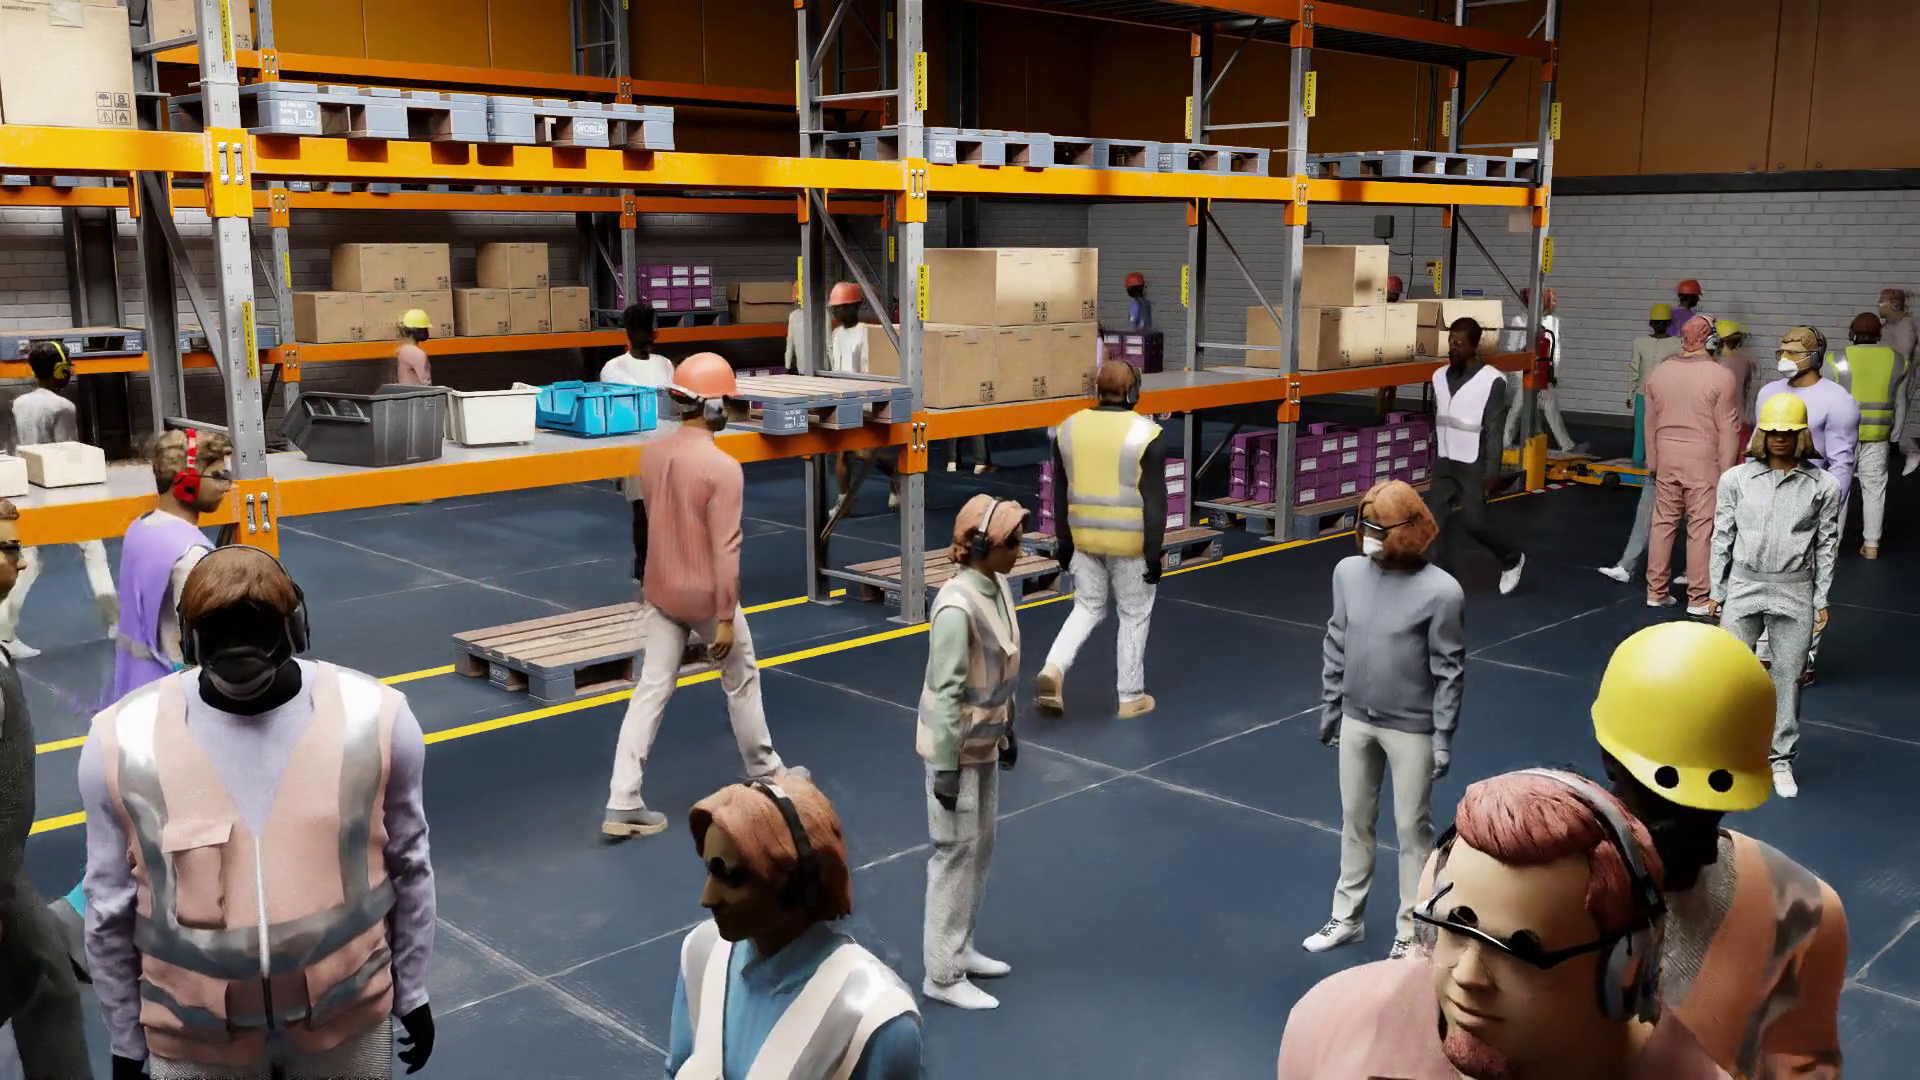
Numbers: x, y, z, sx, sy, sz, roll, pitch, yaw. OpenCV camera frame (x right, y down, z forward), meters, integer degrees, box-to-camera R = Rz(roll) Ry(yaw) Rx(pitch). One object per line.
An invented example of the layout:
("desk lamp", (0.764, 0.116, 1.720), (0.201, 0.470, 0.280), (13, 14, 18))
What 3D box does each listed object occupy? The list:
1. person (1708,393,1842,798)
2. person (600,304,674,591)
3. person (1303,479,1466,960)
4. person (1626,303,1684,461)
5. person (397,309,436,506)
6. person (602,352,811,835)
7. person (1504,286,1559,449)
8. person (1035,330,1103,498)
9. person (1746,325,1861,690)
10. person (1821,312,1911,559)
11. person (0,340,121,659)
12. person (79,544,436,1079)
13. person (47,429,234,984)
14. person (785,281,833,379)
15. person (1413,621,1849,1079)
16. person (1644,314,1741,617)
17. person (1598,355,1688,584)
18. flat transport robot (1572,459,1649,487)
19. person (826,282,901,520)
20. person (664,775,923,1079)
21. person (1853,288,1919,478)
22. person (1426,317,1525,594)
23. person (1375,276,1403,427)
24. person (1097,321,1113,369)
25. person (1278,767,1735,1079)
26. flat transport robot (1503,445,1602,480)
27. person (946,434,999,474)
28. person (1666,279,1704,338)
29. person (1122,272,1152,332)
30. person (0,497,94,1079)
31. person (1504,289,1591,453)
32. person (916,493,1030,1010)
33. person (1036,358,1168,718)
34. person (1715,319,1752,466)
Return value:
("person", (3.477, 0.240, 7.147), (0.493, 1.743, 0.297), (5, 11, 23))
("person", (-2.084, -0.611, 11.280), (0.499, 1.950, 0.704), (6, 12, 29))
("person", (1.391, 0.609, 5.431), (0.289, 1.633, 0.500), (-9, 14, -40))
("person", (6.665, -1.384, 15.946), (0.535, 1.766, 0.321), (7, 13, 35))
("person", (-4.803, -1.175, 14.830), (0.451, 1.746, 0.538), (-6, 12, -31))
("person", (-1.078, 0.215, 6.753), (0.621, 1.949, 1.022), (8, 13, 37))
("person", (6.115, -1.785, 17.837), (0.586, 1.866, 0.413), (-5, 11, -25))
("person", (0.972, -1.297, 15.086), (0.639, 1.909, 0.409), (9, 14, 41))
("person", (4.409, -0.166, 8.825), (0.372, 1.940, 0.627), (-4, 11, -21))
("person", (6.691, -0.773, 12.410), (0.633, 1.839, 0.429), (2, 11, 9))
("person", (-5.241, -0.238, 9.607), (0.538, 1.811, 0.993), (4, 11, 22))
("person", (-1.324, 0.913, 3.211), (0.624, 1.844, 0.430), (-4, 11, -22))
("person", (-2.519, 0.552, 5.288), (0.729, 1.810, 0.574), (-9, 14, -40))
("person", (-1.605, -1.926, 18.421), (0.648, 1.942, 1.022), (9, 14, 40))
("person", (0.920, 1.030, 2.402), (0.613, 1.897, 0.476), (1, 10, 7))
("person", (4.660, -0.472, 10.577), (0.410, 1.912, 0.641), (-6, 12, -31))
("person", (4.818, -0.463, 11.377), (0.835, 1.587, 0.519), (-4, 11, -21))
("flat transport robot", (6.630, -0.600, 15.743), (0.652, 0.197, 1.431), (-9, 14, -40))
("person", (-0.832, -1.182, 14.155), (0.736, 2.021, 0.616), (-9, 14, -42))
("person", (-0.313, 1.152, 2.516), (0.649, 1.615, 0.541), (-9, 14, -41))
("person", (9.169, -1.520, 16.341), (0.535, 1.890, 0.662), (2, 11, 12))
("person", (3.356, -0.515, 10.895), (0.800, 1.895, 0.596), (-6, 12, -28))
("person", (5.205, -2.206, 20.004), (0.570, 1.914, 0.532), (-2, 11, -8))
("person", (1.279, -1.323, 16.067), (0.852, 1.591, 0.527), (-7, 13, -34))
("person", (0.593, 1.142, 1.815), (0.619, 1.892, 0.660), (-9, 14, -40))
("flat transport robot", (5.731, -0.805, 16.865), (0.652, 0.197, 1.431), (-7, 12, -32))
("person", (0.106, -1.702, 16.924), (0.680, 2.000, 0.536), (8, 13, 37))
("person", (8.348, -2.078, 19.349), (0.890, 1.910, 0.558), (0, 10, -1))
("person", (2.449, -2.613, 22.239), (0.629, 1.912, 0.555), (4, 11, 22))
("person", (-2.392, 0.775, 4.019), (0.751, 1.823, 0.529), (-6, 12, -30))
("person", (6.242, -1.755, 17.764), (0.992, 1.828, 0.577), (-2, 11, -9))
("person", (0.036, 0.659, 5.186), (0.343, 1.630, 0.523), (3, 11, 16))
("person", (0.704, 0.022, 8.148), (0.635, 1.821, 0.702), (7, 13, 35))
("person", (6.380, -0.957, 13.769), (0.532, 1.732, 0.894), (-4, 11, -22))
